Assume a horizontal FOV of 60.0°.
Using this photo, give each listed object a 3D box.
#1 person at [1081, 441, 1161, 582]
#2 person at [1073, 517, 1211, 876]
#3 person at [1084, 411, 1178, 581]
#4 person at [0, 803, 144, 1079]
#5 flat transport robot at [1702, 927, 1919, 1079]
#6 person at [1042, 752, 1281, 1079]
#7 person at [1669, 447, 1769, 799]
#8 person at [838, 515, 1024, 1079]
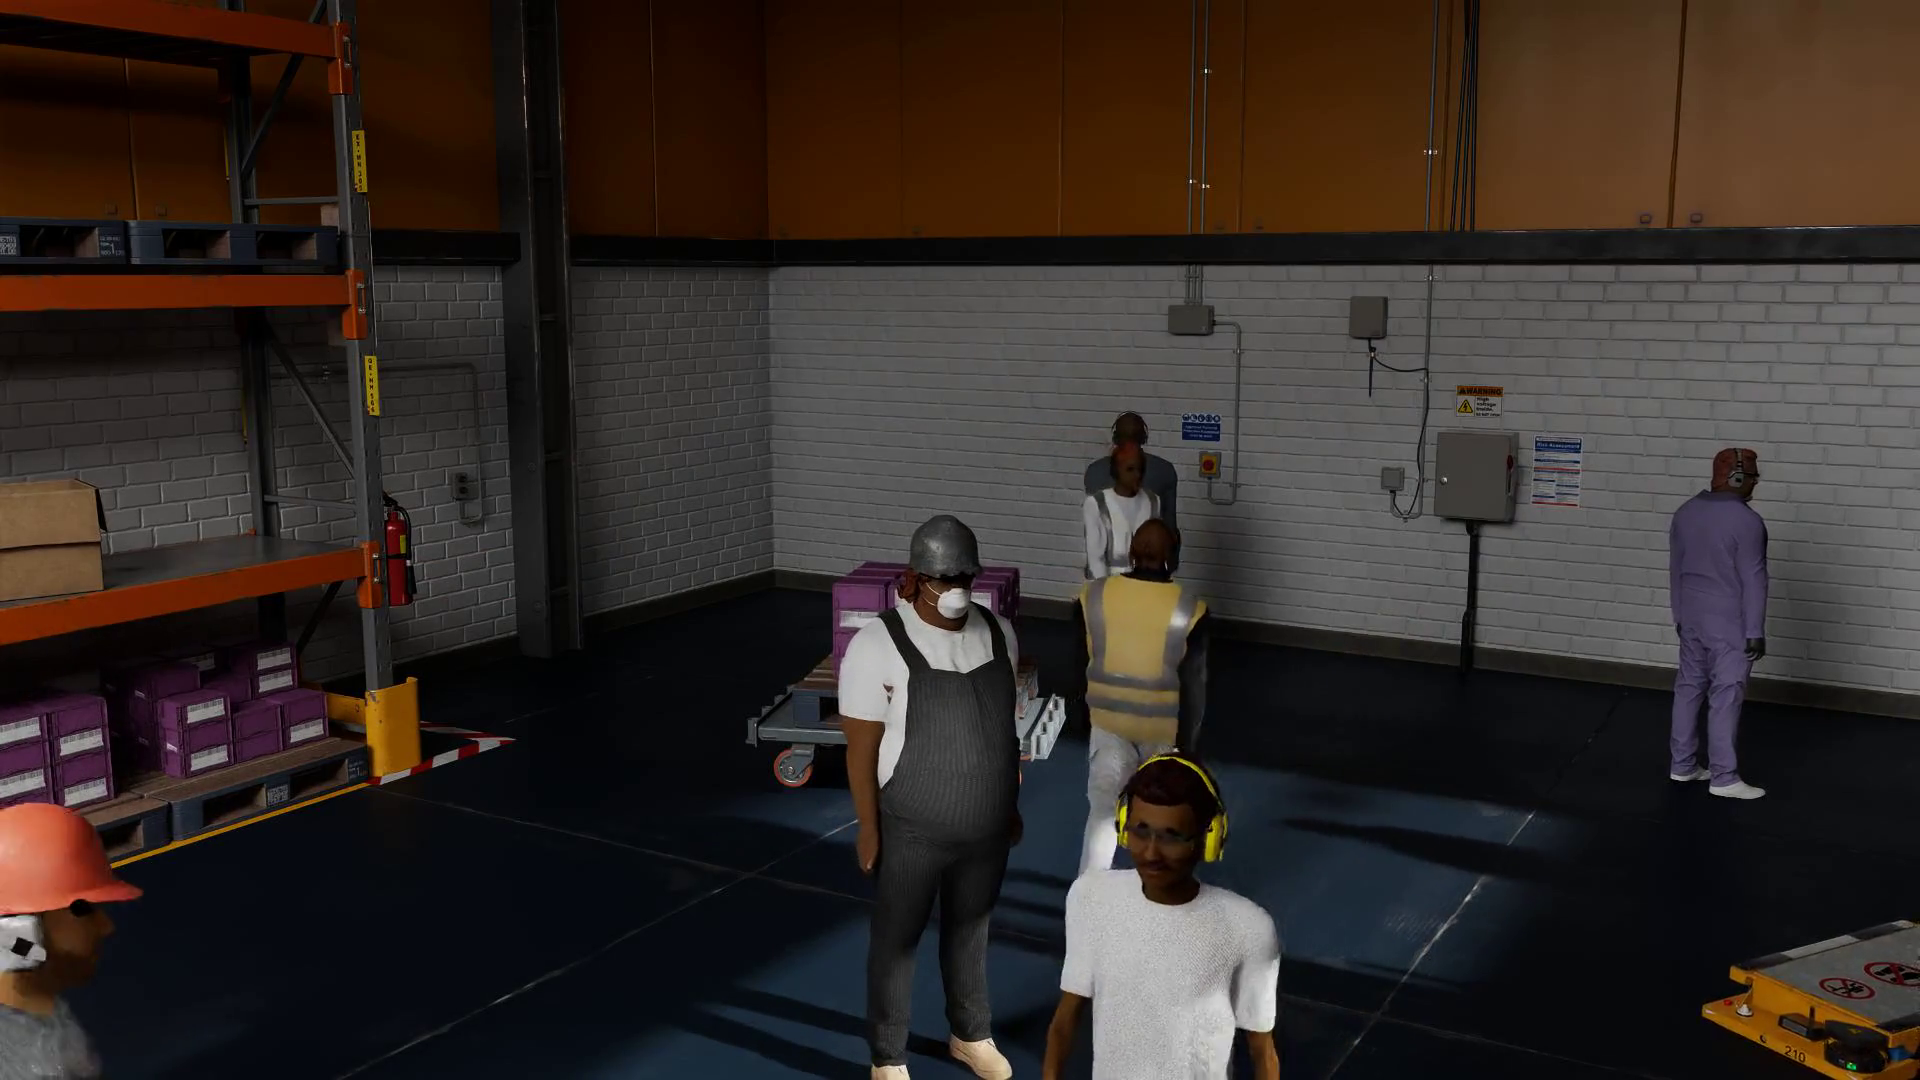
[{"bbox_3d":[1.014,0.333,9.974,0.570,1.829,1.007,-4,10,-24],"label":"person"},{"bbox_3d":[0.756,0.806,7.161,0.626,1.805,0.935,3,10,19],"label":"person"},{"bbox_3d":[1.122,0.115,11.027,0.632,1.936,0.359,-1,9,-8],"label":"person"},{"bbox_3d":[-1.649,1.422,2.838,0.998,1.953,0.654,-1,9,-7],"label":"person"},{"bbox_3d":[3.570,1.707,6.271,1.431,0.197,0.652,-5,10,-26],"label":"flat transport robot"},{"bbox_3d":[0.440,1.350,3.719,0.511,1.817,0.996,6,11,33],"label":"person"},{"bbox_3d":[4.162,0.446,9.076,0.403,1.904,0.637,-3,9,-16],"label":"person"},{"bbox_3d":[-0.041,0.916,5.706,0.688,2.000,0.535,-6,11,-32],"label":"person"}]
